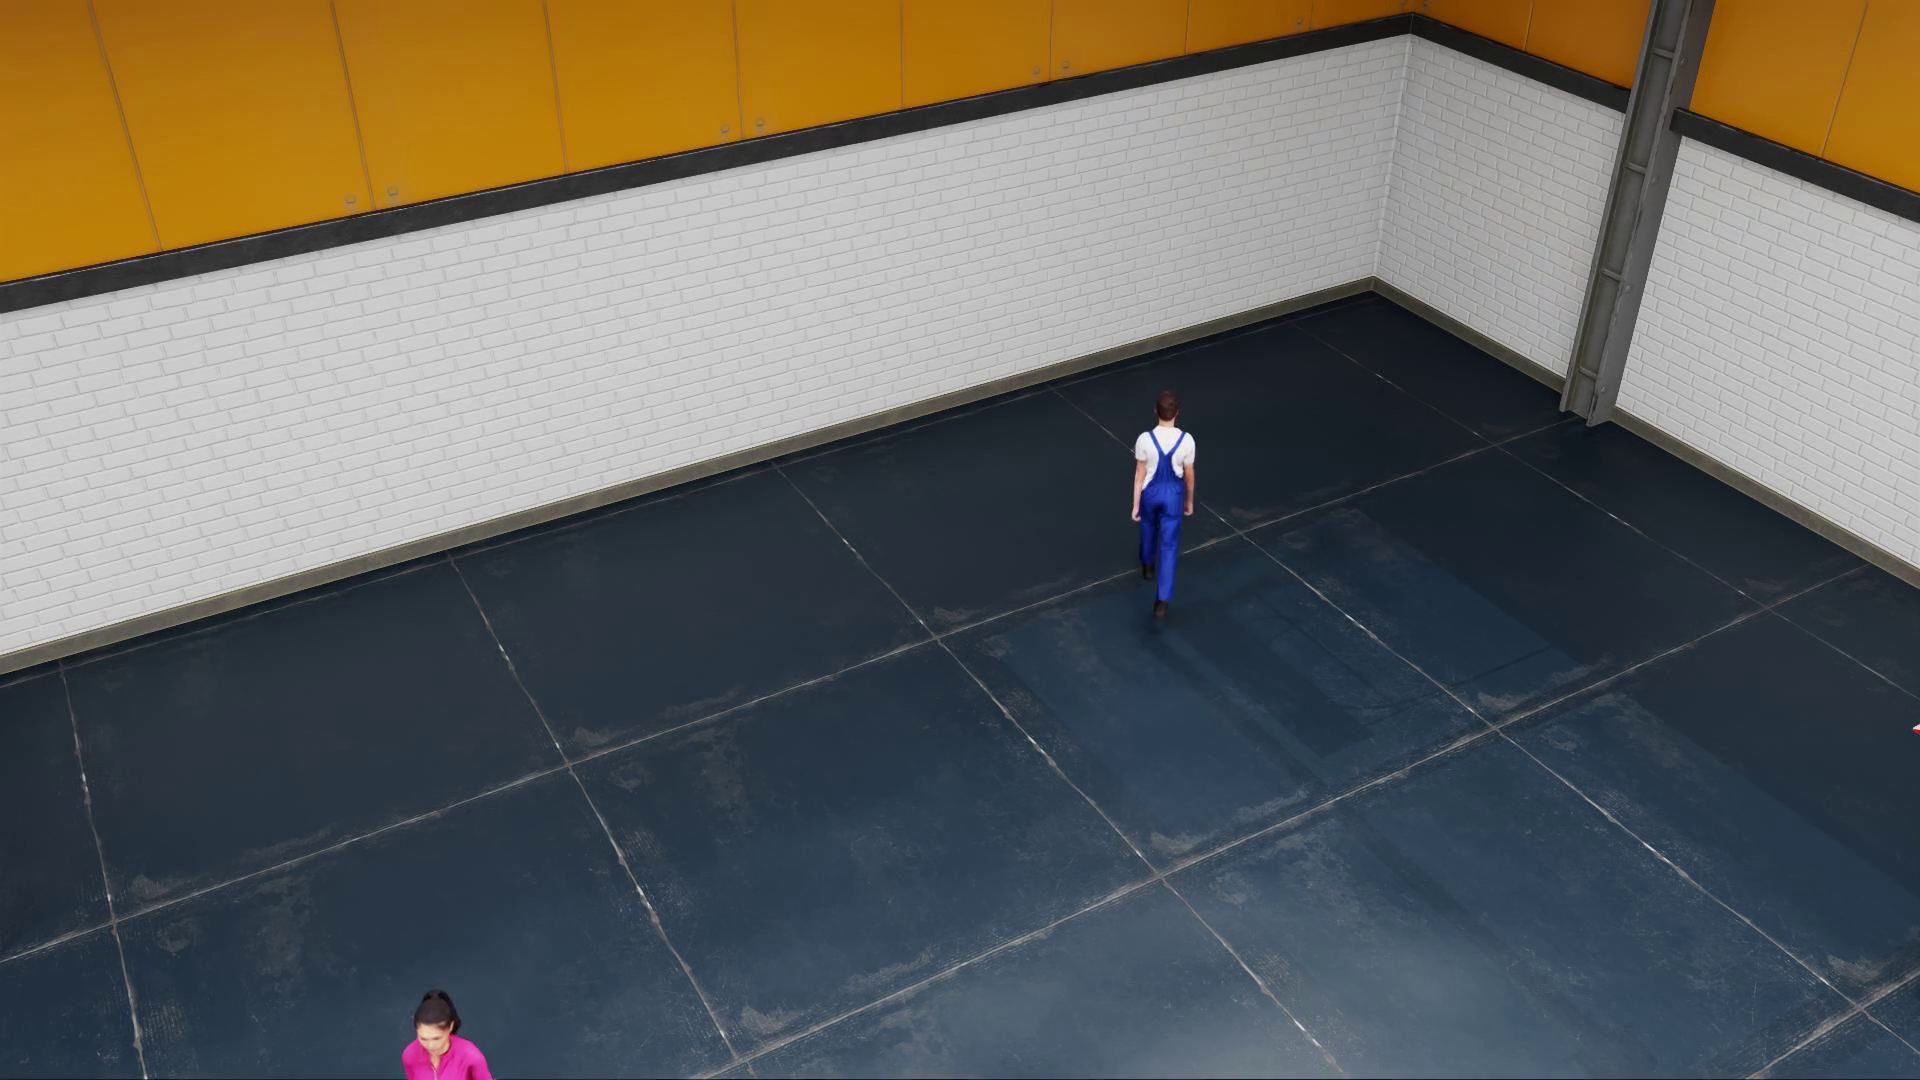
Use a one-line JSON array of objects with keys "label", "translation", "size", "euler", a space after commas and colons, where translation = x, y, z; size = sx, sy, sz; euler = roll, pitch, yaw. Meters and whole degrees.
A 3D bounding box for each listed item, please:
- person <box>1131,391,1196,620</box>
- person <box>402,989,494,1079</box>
[{"label": "person", "translation": [1.574, -0.243, 12.959], "size": [1.154, 1.809, 1.348], "euler": [3, 34, 5]}, {"label": "person", "translation": [-2.493, 2.875, 8.387], "size": [0.893, 1.677, 1.058], "euler": [0, 34, 0]}]
